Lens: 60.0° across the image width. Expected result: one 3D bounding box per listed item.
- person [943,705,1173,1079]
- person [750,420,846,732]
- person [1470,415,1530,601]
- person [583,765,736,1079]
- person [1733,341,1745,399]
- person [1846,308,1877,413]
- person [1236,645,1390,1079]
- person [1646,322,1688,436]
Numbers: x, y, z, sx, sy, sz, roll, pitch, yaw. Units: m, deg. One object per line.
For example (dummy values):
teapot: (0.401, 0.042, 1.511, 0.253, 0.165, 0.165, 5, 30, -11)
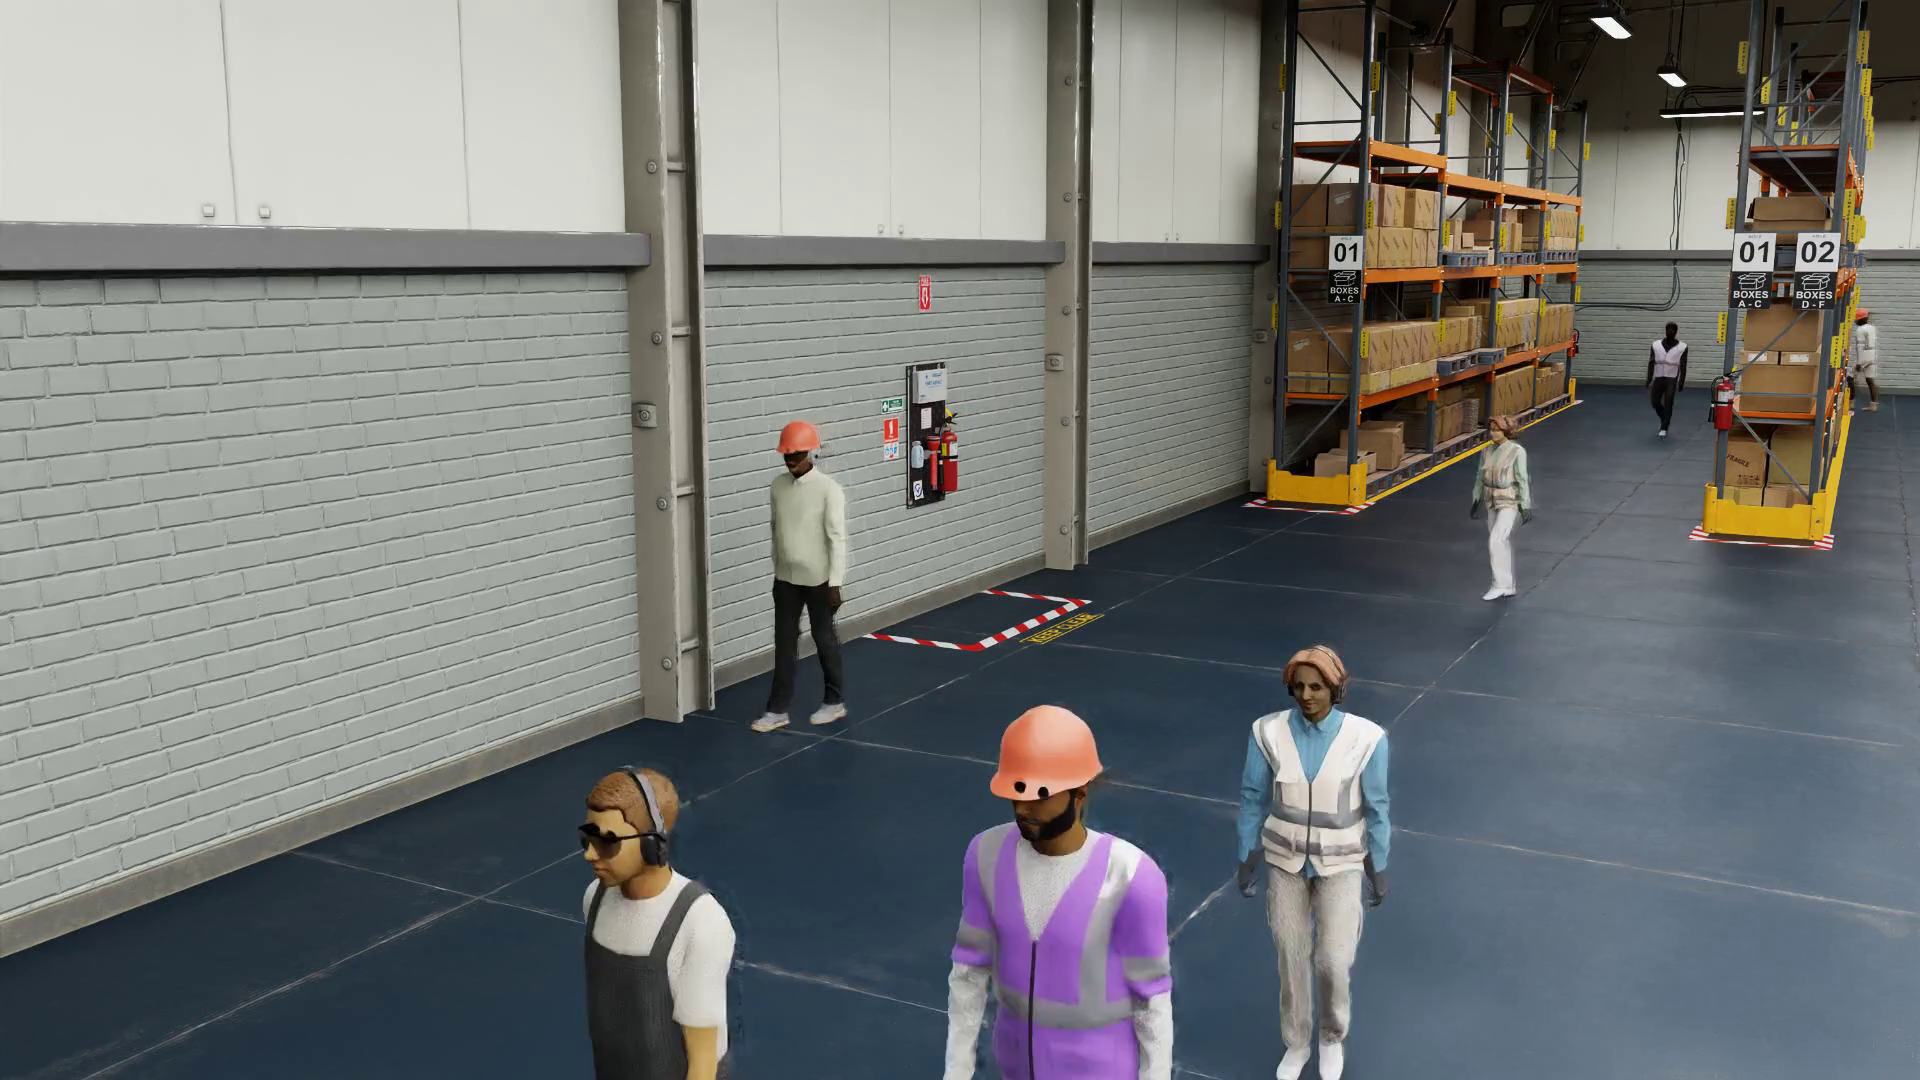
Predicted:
person: (0.232, 1.341, 4.157, 0.559, 1.919, 0.541, 7, 12, 36)
person: (-0.998, 0.226, 10.540, 0.639, 1.988, 0.589, 7, 12, 35)
person: (4.647, -0.273, 14.440, 0.563, 1.616, 0.548, -4, 10, -22)
person: (-0.766, 1.423, 4.034, 0.511, 1.794, 0.970, 7, 12, 34)
person: (15.537, -3.461, 32.573, 0.897, 1.823, 0.528, -5, 11, -29)
person: (17.298, -3.454, 31.986, 0.707, 1.988, 0.847, -6, 12, -33)
person: (1.254, 1.177, 5.961, 0.538, 1.623, 0.385, 4, 11, 25)
person: (11.835, -2.701, 27.843, 0.615, 1.905, 0.636, 7, 12, 36)
